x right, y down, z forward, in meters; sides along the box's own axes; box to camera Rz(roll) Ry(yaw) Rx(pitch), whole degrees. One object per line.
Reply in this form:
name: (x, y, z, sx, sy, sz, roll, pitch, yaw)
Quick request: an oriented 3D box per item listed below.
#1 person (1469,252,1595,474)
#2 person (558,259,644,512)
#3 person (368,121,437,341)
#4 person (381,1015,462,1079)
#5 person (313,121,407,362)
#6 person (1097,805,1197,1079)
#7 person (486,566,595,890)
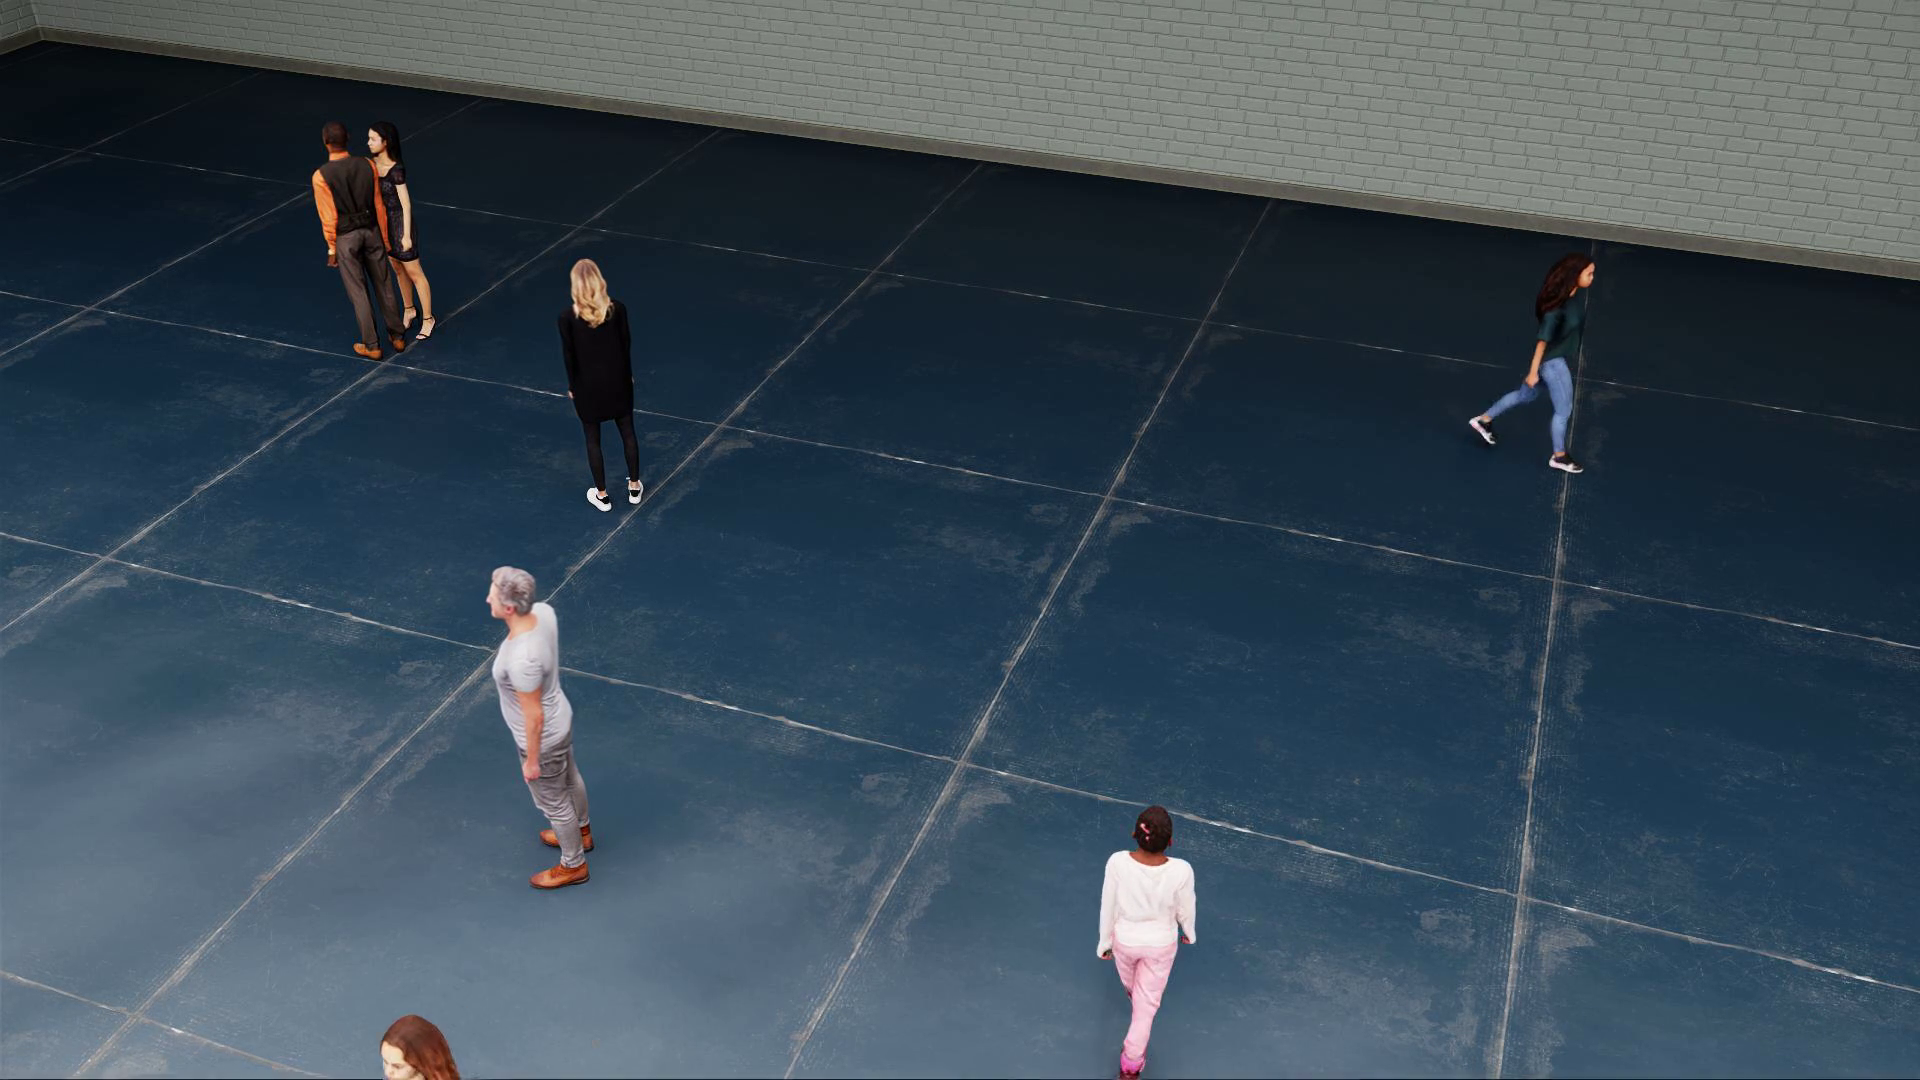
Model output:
person: (4.040, -1.264, 11.632, 0.799, 1.575, 1.079, 18, 37, 26)
person: (-2.377, -1.024, 11.054, 0.677, 1.802, 0.737, -14, 36, -21)
person: (-4.482, -2.473, 13.292, 0.645, 1.792, 0.602, 25, 41, 33)
person: (-1.910, 2.283, 6.273, 0.648, 1.470, 0.683, 17, 37, 24)
person: (-4.684, -2.331, 12.968, 0.717, 1.907, 0.844, -27, 41, -34)
person: (0.784, 1.759, 7.137, 0.626, 1.408, 0.994, 8, 34, 11)
person: (-2.016, 0.908, 8.061, 0.821, 1.828, 0.639, -2, 33, -3)
